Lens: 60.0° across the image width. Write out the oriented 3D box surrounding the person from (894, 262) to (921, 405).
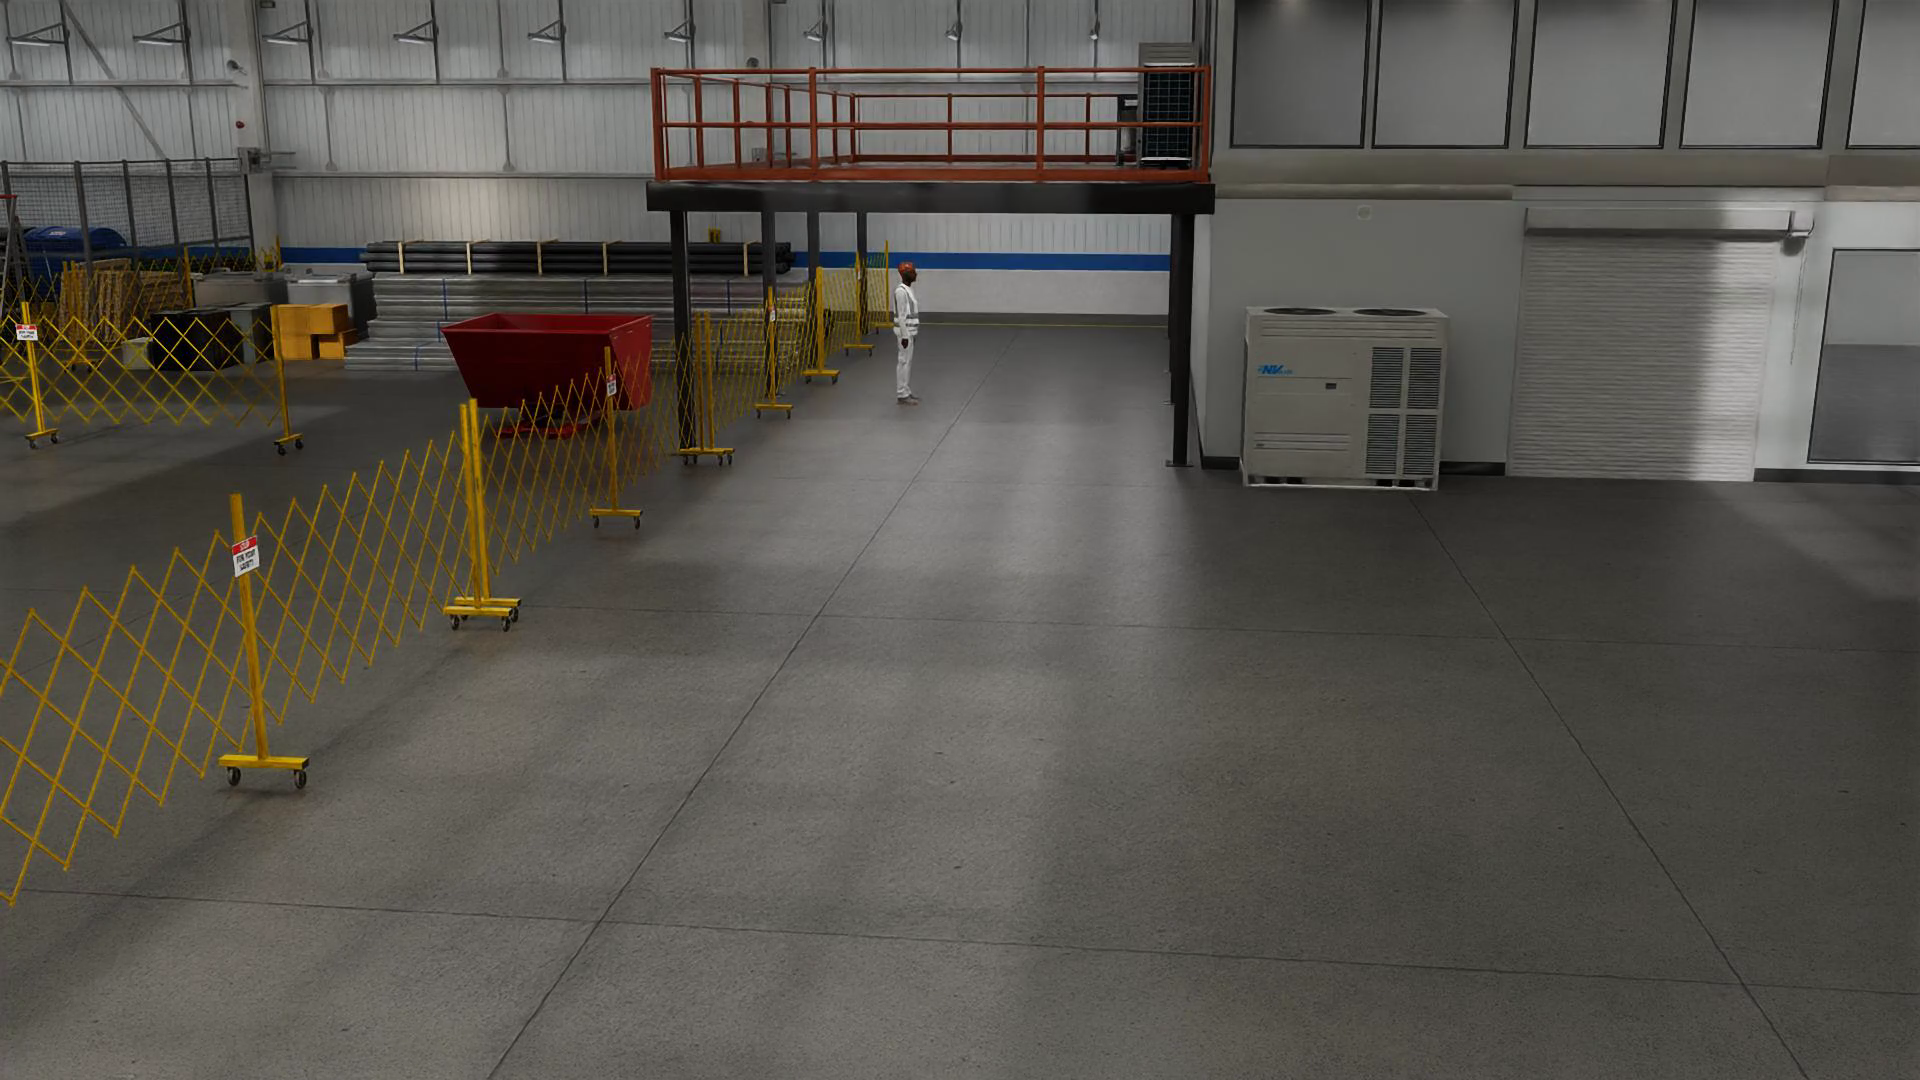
[{"bbox_3d":[-0.700,-2.740,22.066,0.350,1.884,0.583,2,14,6],"label":"person"}]
